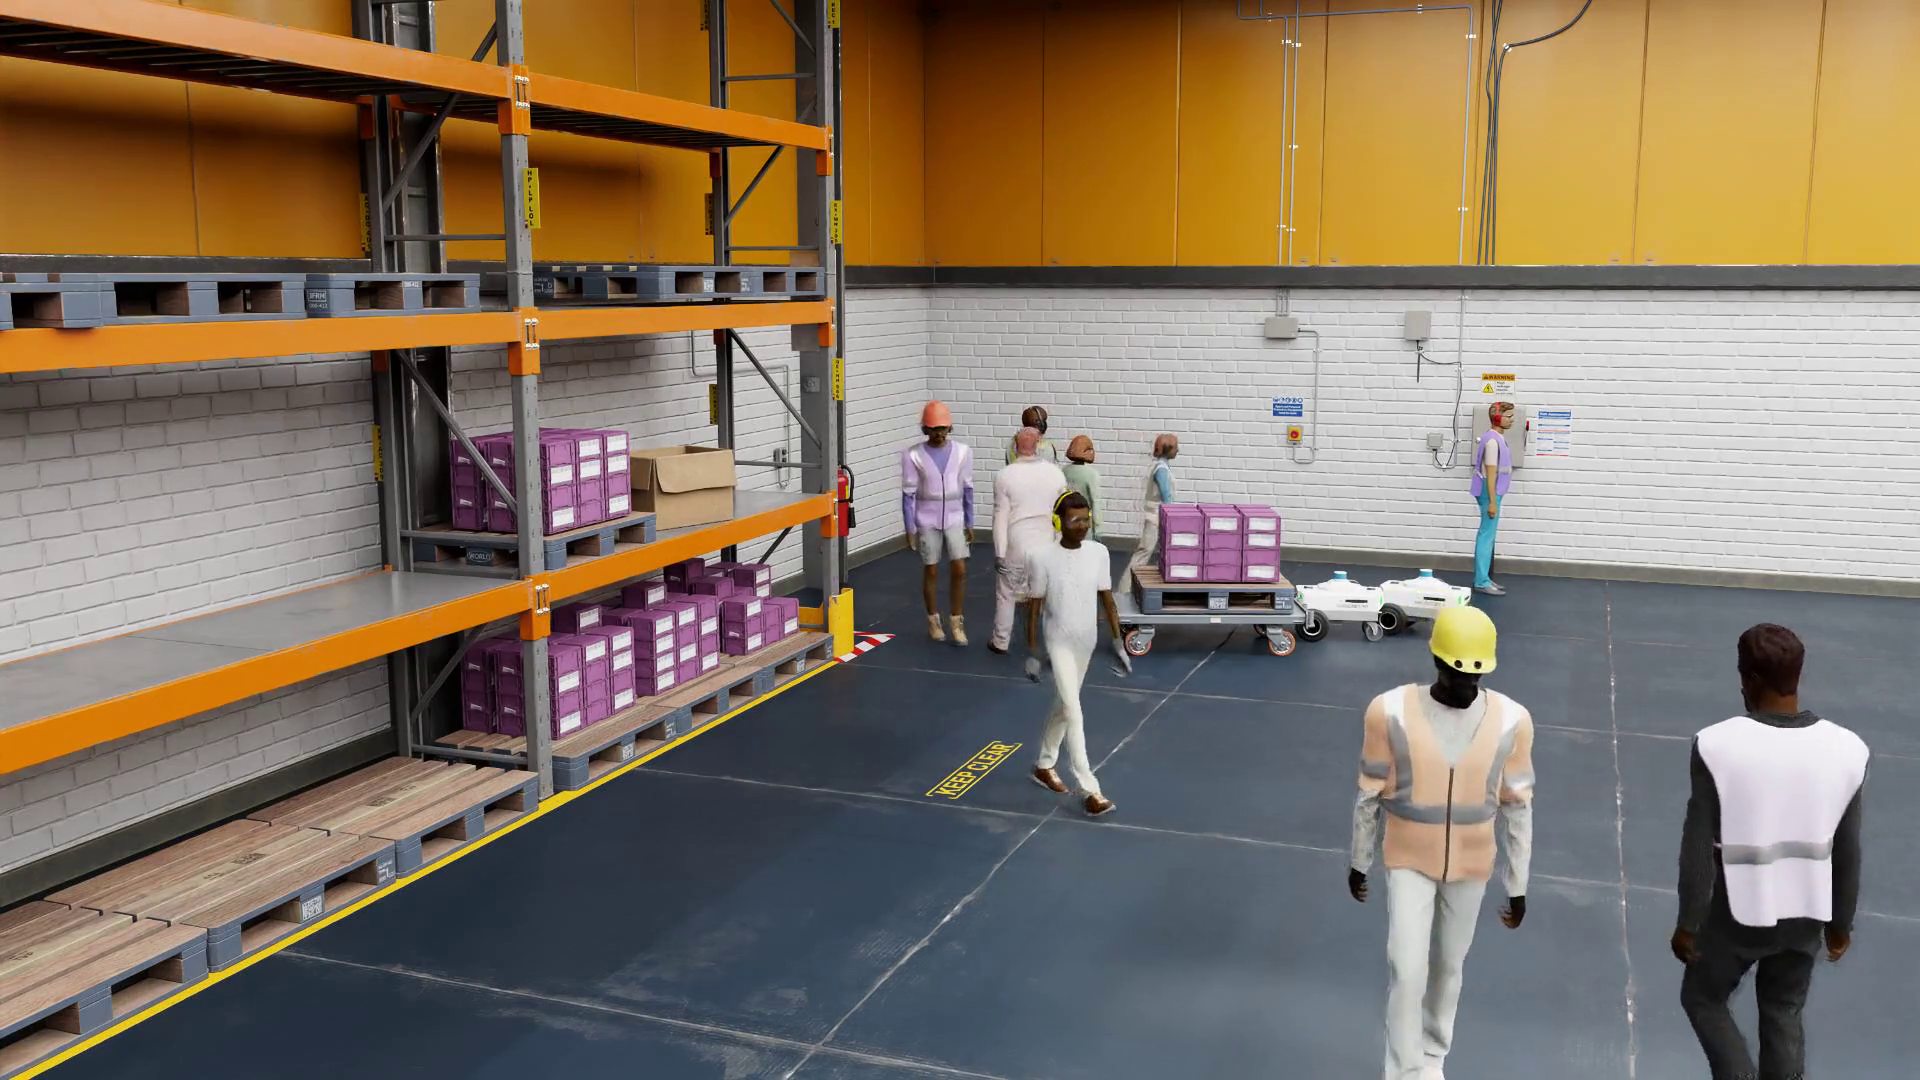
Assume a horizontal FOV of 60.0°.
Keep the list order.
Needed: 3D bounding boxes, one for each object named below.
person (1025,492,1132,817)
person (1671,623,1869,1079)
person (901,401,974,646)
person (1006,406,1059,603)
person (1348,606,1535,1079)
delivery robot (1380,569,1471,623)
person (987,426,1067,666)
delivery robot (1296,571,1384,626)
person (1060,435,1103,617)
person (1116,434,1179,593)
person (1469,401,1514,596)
[{"bbox_3d":[0.675,0.627,9.469,0.537,1.817,0.981,-5,10,-28],"label":"person"},{"bbox_3d":[2.663,1.218,5.505,0.624,1.898,0.445,-1,9,-4],"label":"person"},{"bbox_3d":[-0.147,-0.120,13.553,0.629,2.012,0.777,-2,9,-13],"label":"person"},{"bbox_3d":[0.693,-0.310,15.280,0.429,1.846,0.625,-7,11,-37],"label":"person"},{"bbox_3d":[1.705,1.170,5.838,0.611,1.885,0.849,1,9,6],"label":"person"},{"bbox_3d":[3.918,0.487,14.015,0.707,0.478,0.477,5,10,30],"label":"delivery robot"},{"bbox_3d":[0.553,0.038,13.050,0.657,1.860,0.961,-4,10,-24],"label":"person"},{"bbox_3d":[3.173,0.506,13.898,0.707,0.478,0.477,1,9,7],"label":"delivery robot"},{"bbox_3d":[1.056,-0.116,14.750,0.274,1.628,0.495,-8,12,-40],"label":"person"},{"bbox_3d":[1.833,-0.175,15.234,0.875,1.593,0.524,2,9,12],"label":"person"},{"bbox_3d":[5.061,-0.405,15.865,0.389,1.845,0.564,3,10,19],"label":"person"}]
